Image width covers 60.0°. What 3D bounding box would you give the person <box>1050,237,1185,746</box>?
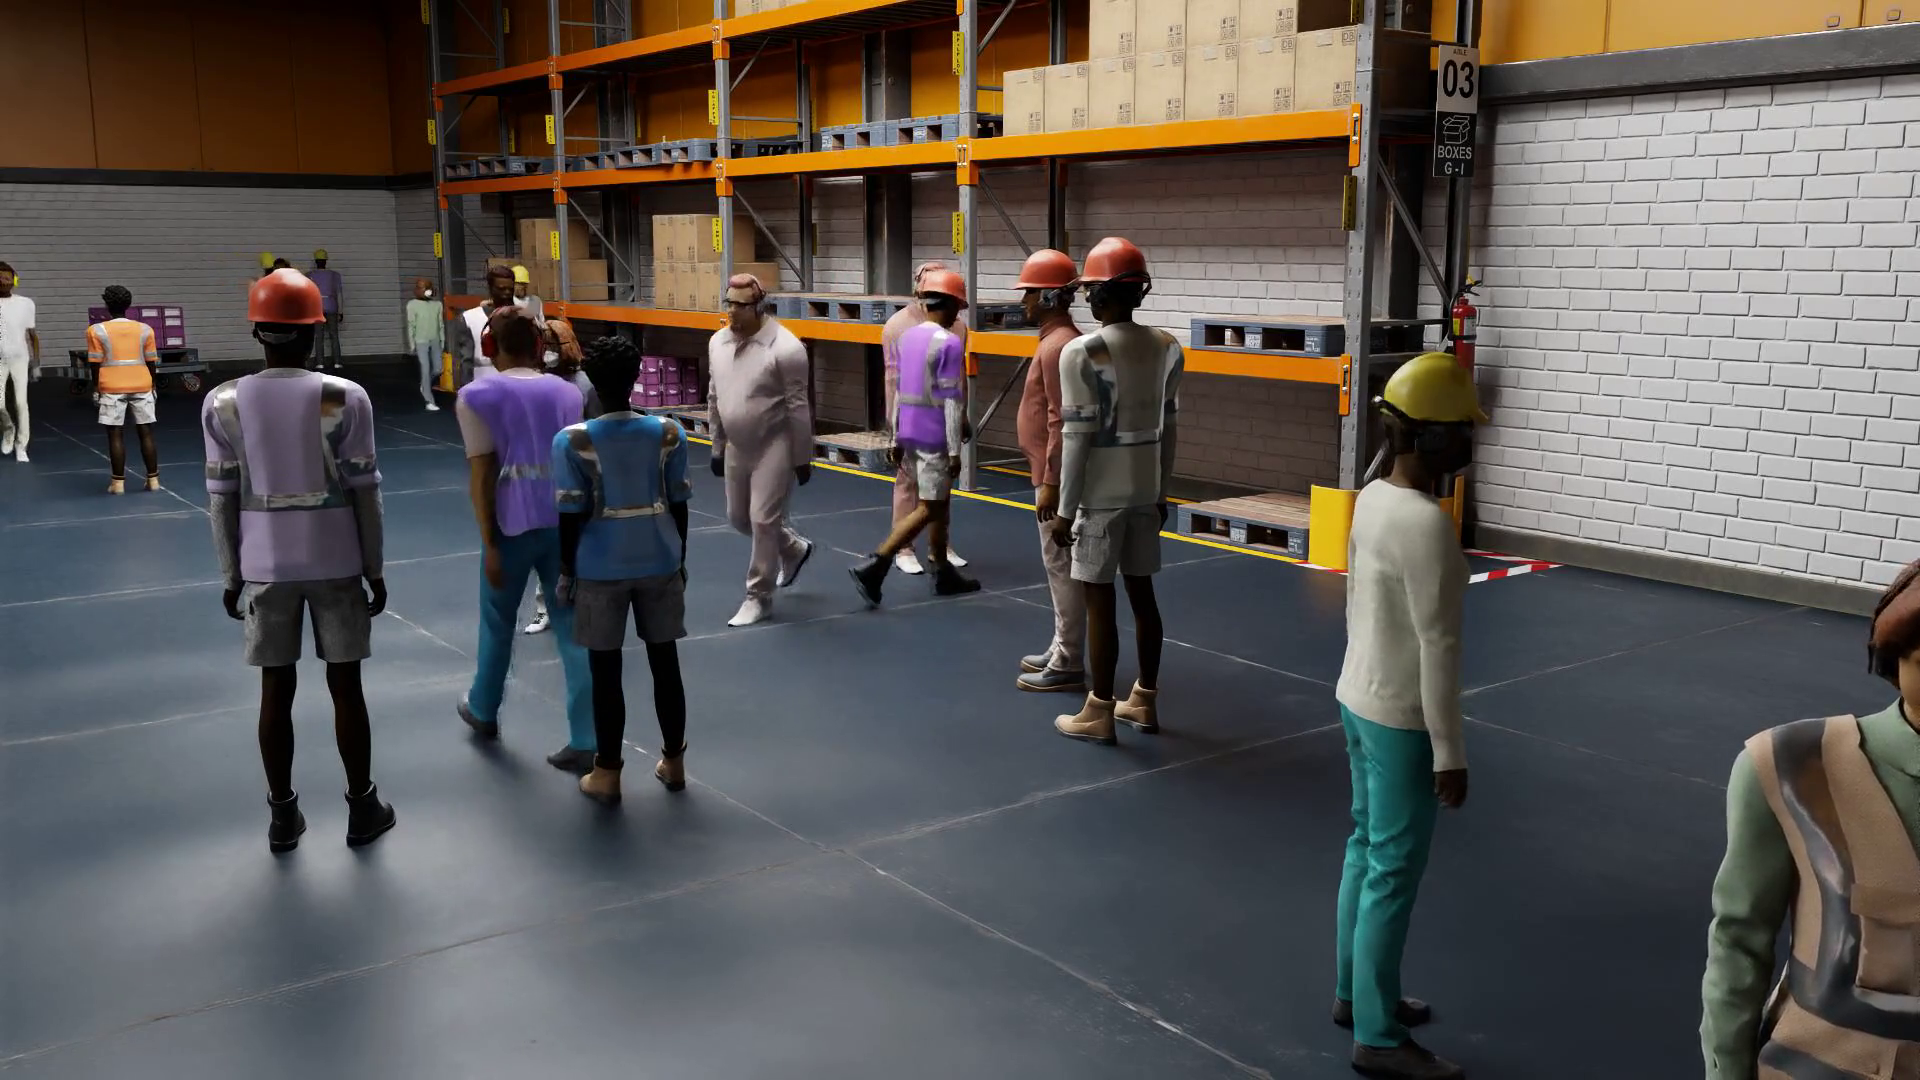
[{"bbox_3d":[0.616,-0.190,6.744,0.608,2.044,0.371,-8,13,-38],"label":"person"}]

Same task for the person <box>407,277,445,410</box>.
[{"bbox_3d":[-6.509,-2.390,20.258,0.484,1.620,0.505,9,14,42],"label":"person"}]

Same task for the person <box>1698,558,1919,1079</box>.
[{"bbox_3d":[1.279,0.809,2.286,0.514,1.639,0.314,2,10,13],"label":"person"}]

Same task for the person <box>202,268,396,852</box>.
[{"bbox_3d":[-2.190,0.077,5.545,0.543,1.939,0.360,-2,10,-10],"label":"person"}]

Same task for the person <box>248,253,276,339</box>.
[{"bbox_3d":[-9.154,-2.895,22.325,0.613,1.881,0.738,-10,14,-44],"label":"person"}]

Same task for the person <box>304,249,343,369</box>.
[{"bbox_3d":[-10.230,-3.705,26.757,0.588,1.927,0.365,-4,11,-23],"label":"person"}]

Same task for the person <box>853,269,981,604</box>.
[{"bbox_3d":[-0.256,-0.568,9.335,0.845,1.895,0.606,-7,12,-33],"label":"person"}]

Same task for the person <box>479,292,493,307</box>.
[{"bbox_3d":[-5.400,-2.282,19.608,0.498,1.634,0.279,-5,11,-24],"label":"person"}]

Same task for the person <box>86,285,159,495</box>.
[{"bbox_3d":[-6.755,-1.211,13.466,0.530,1.687,0.321,-10,14,-44],"label":"person"}]

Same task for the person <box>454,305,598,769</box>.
[{"bbox_3d":[-1.707,-0.022,6.555,0.569,1.774,1.021,-10,14,-43],"label":"person"}]

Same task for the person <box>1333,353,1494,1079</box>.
[{"bbox_3d":[1.105,0.429,4.072,0.346,1.762,0.559,-1,10,-5],"label":"person"}]

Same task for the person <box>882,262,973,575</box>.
[{"bbox_3d":[-0.170,-0.750,10.266,0.648,1.907,0.401,-9,13,-40],"label":"person"}]

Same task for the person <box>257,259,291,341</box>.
[{"bbox_3d":[-8.773,-2.718,21.539,0.537,1.821,0.993,1,10,4],"label":"person"}]

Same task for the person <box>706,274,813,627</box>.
[{"bbox_3d":[-1.028,-0.504,8.999,0.660,1.874,0.759,7,12,33],"label":"person"}]

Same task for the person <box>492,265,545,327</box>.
[{"bbox_3d":[-4.864,-2.122,18.302,0.593,1.800,0.882,-8,13,-38],"label":"person"}]

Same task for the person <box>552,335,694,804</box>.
[{"bbox_3d":[-1.218,0.110,6.048,0.530,1.693,0.321,-6,12,-31],"label":"person"}]

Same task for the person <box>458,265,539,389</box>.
[{"bbox_3d":[-3.318,-1.035,11.962,0.597,1.881,0.970,-5,11,-27],"label":"person"}]

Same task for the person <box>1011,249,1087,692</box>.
[{"bbox_3d":[0.420,-0.308,7.541,0.395,1.993,0.616,2,10,8],"label":"person"}]

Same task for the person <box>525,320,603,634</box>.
[{"bbox_3d":[-2.063,-0.319,8.615,0.507,1.633,0.277,1,10,3],"label":"person"}]

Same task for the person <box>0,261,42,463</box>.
[{"bbox_3d":[-8.828,-1.647,15.425,0.549,1.857,0.473,-5,11,-27],"label":"person"}]
